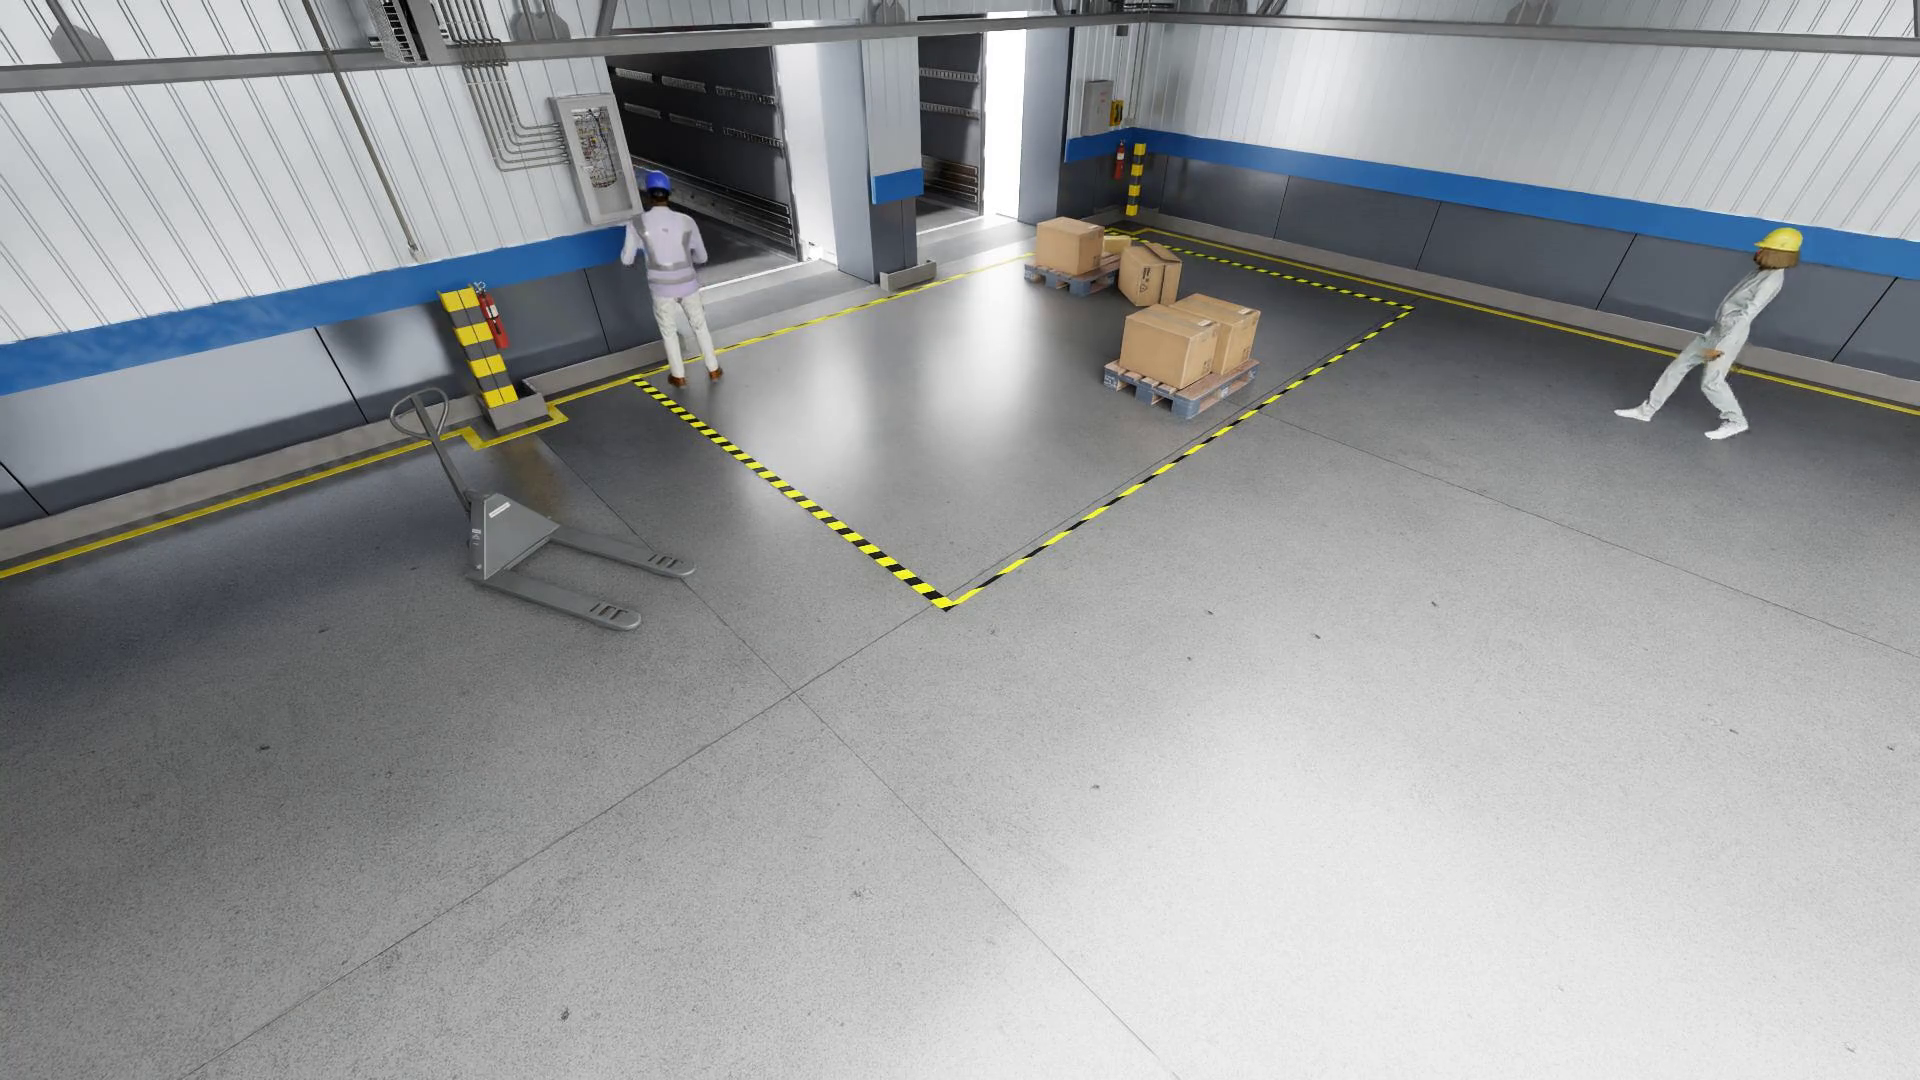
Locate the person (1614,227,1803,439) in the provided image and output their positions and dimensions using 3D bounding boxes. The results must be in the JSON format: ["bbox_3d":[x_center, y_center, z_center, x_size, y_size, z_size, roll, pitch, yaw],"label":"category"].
[{"bbox_3d":[6.369,-1.662,6.044,0.858,1.709,0.495,22,43,25],"label":"person"}]

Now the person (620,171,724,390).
[{"bbox_3d":[-2.712,-2.402,6.856,0.740,1.889,0.686,-19,41,-22],"label":"person"}]

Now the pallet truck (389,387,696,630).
[{"bbox_3d":[-2.613,-0.247,4.593,1.601,1.201,0.680,14,40,17],"label":"pallet truck"}]
